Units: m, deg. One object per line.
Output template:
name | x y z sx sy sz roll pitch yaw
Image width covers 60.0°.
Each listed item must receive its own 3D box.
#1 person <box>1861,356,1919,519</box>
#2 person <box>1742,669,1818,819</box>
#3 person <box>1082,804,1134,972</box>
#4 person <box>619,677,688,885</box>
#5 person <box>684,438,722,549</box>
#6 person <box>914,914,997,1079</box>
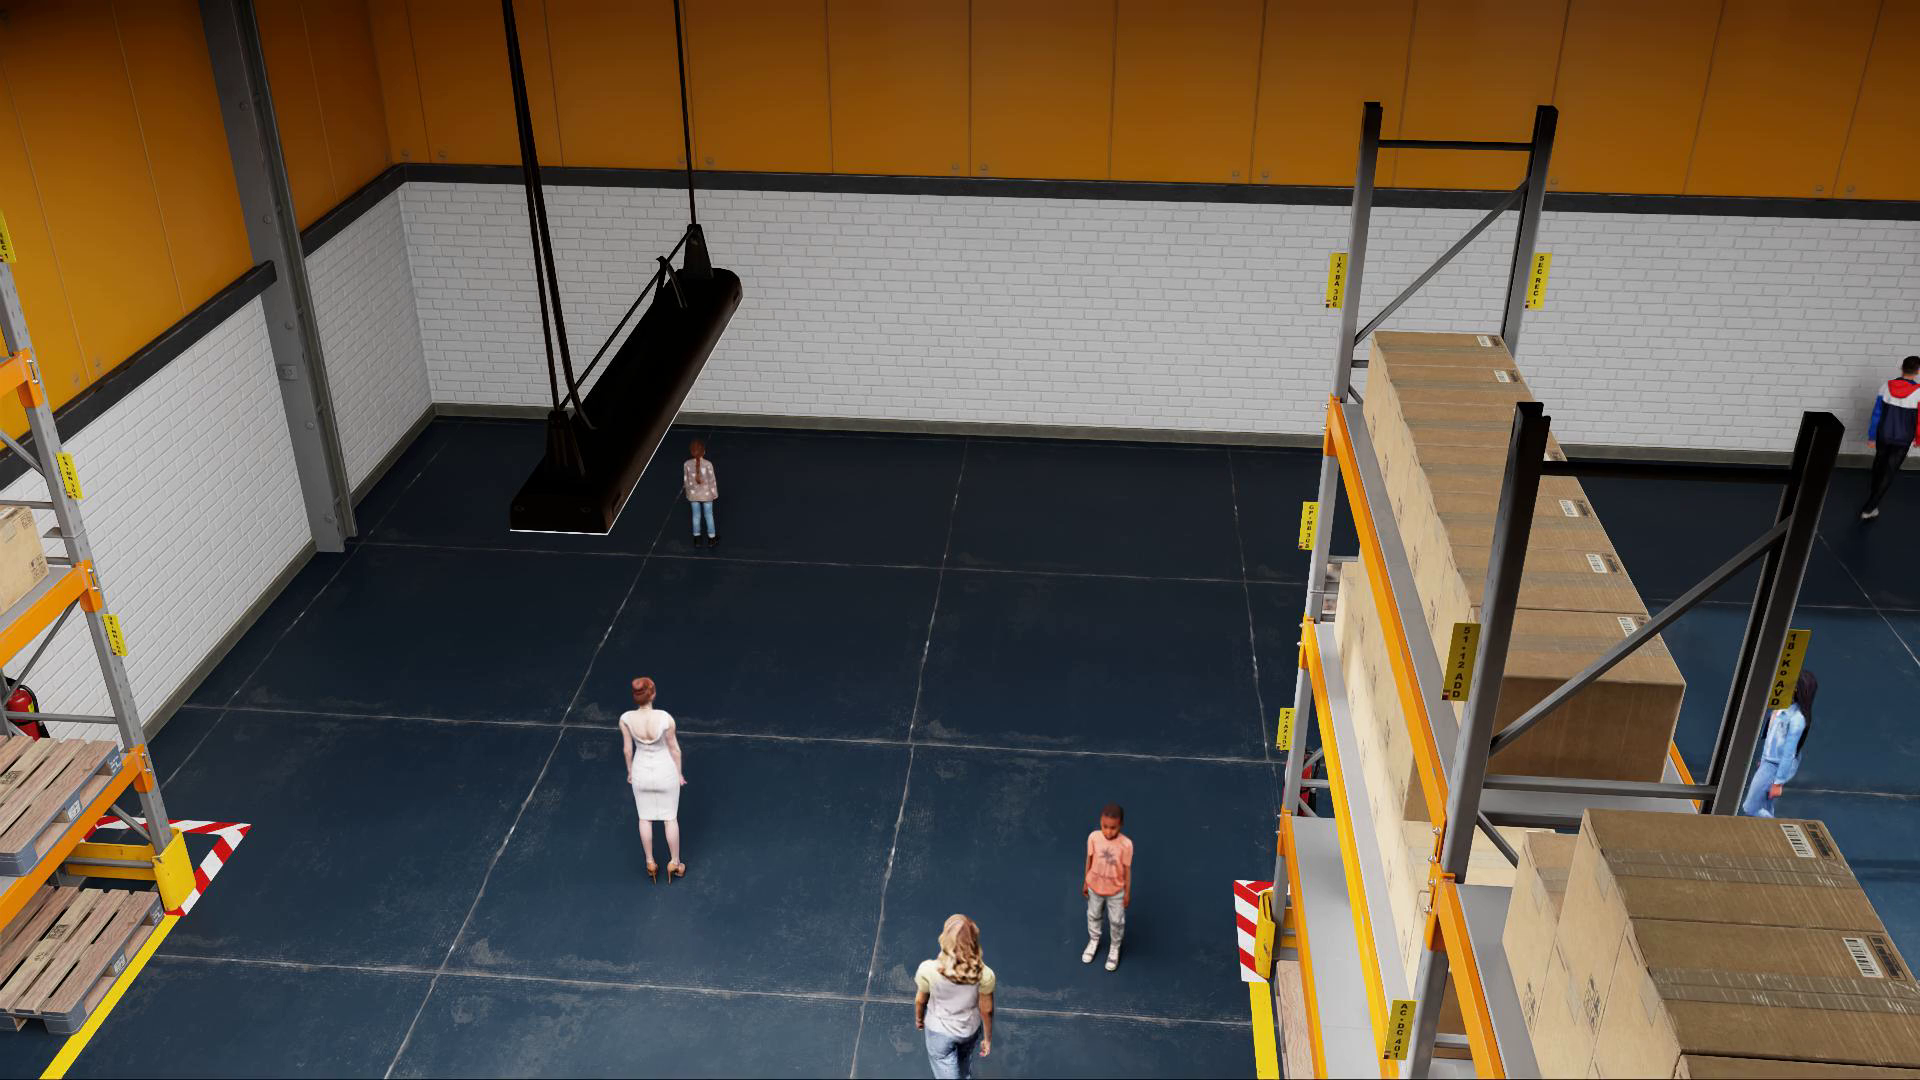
person | 9.668 -1.034 17.250 1.186 1.719 1.120 -23 36 -36
person | 6.104 1.713 12.230 0.786 1.702 0.713 11 30 19
person | 1.015 2.353 11.469 0.546 1.309 0.562 11 31 20
person | -2.229 1.736 12.093 0.574 1.793 0.467 2 29 4
person | -2.615 -0.479 16.779 0.475 1.196 0.461 2 29 3
person | -0.036 3.003 9.886 0.791 1.682 1.185 -4 29 -7
